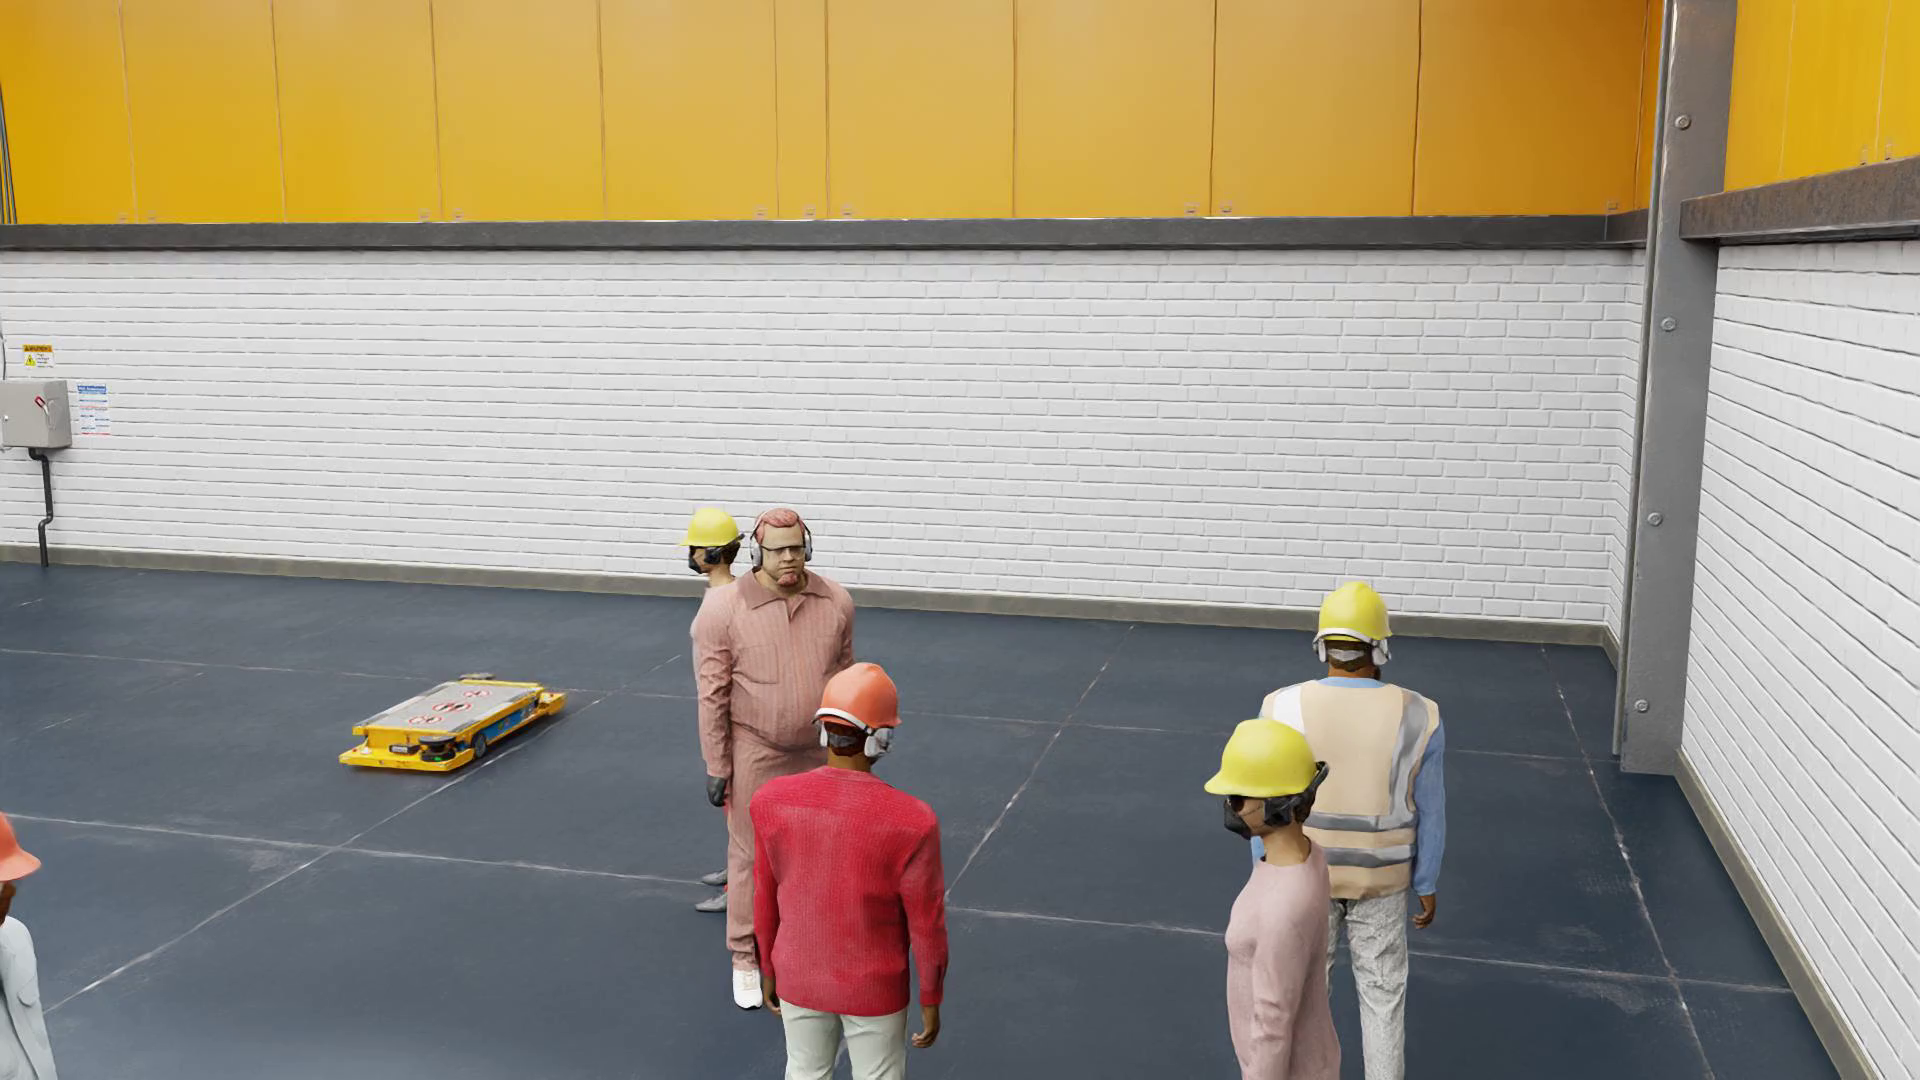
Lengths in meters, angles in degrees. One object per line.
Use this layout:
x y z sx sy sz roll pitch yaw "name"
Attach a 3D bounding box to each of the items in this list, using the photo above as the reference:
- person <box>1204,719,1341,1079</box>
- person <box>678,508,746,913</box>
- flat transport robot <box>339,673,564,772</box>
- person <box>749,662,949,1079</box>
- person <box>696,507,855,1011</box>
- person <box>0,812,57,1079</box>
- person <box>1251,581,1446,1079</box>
0.744 1.289 4.012 0.340 1.762 0.526 2 10 14 "person"
-1.042 0.737 7.242 0.331 1.768 0.526 0 10 -1 "person"
-2.951 1.052 9.782 0.652 0.197 1.431 2 10 13 "flat transport robot"
-0.298 1.196 4.620 0.575 1.739 0.350 3 10 18 "person"
-0.665 0.818 6.349 0.654 1.906 0.408 -5 11 -27 "person"
-2.050 1.378 3.497 0.322 1.753 0.562 -1 10 -4 "person"
1.220 1.039 5.275 0.598 1.828 0.403 2 10 10 "person"
